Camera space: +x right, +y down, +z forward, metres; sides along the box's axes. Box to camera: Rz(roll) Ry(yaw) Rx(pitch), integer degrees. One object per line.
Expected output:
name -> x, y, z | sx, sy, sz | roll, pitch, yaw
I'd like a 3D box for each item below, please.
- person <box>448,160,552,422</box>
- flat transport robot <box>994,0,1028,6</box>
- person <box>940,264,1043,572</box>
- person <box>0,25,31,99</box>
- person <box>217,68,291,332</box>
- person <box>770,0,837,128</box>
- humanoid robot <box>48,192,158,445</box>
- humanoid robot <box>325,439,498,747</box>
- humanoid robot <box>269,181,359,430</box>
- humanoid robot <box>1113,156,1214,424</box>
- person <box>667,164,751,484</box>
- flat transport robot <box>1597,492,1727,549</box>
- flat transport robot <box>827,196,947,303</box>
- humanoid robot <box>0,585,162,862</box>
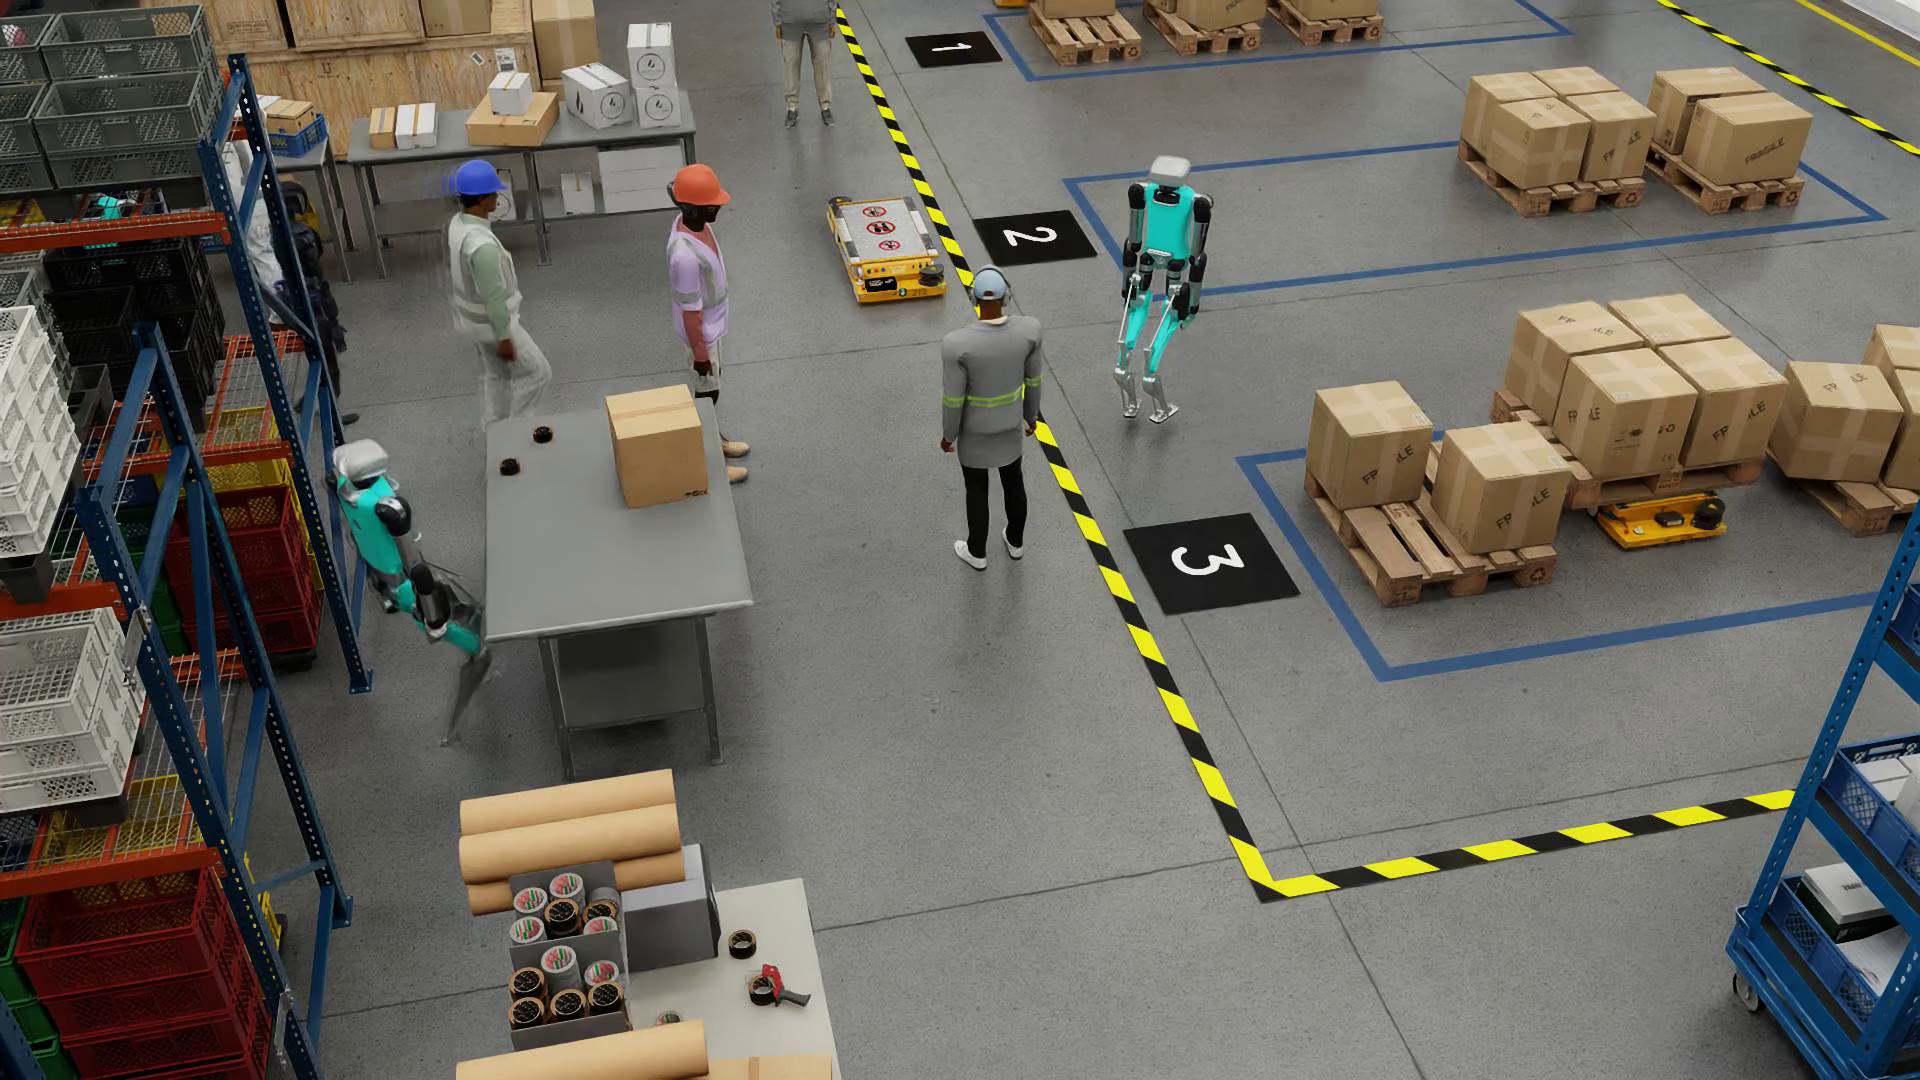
person -> -2.755, -1.344, 9.972 | 0.483, 1.922, 0.622 | -17, 40, -22
flat transport robot -> 1.014, -5.808, 17.337 | 1.431, 0.197, 0.652 | -8, 37, -10
person -> 0.158, -0.668, 9.125 | 0.596, 1.849, 0.389 | -14, 39, -18
person -> -7.331, -3.340, 12.731 | 0.599, 1.831, 0.404 | -8, 37, -11
person -> -4.787, -2.277, 11.261 | 0.352, 1.882, 0.580 | 5, 37, 7
person -> -1.329, -4.428, 14.246 | 0.569, 1.769, 0.397 | -4, 37, -5
humanoid robot -> -5.082, -1.313, 10.005 | 0.534, 1.694, 0.730 | -5, 37, -6
humanoid robot -> -2.502, 0.193, 8.113 | 0.531, 1.806, 0.811 | 27, 44, 31
humanoid robot -> -4.051, -1.409, 10.267 | 0.588, 1.634, 0.415 | 30, 46, 34
humanoid robot -> 1.152, -1.447, 10.153 | 0.533, 1.681, 0.735 | 18, 40, 22
person -> -1.476, -1.253, 9.766 | 0.391, 2.036, 0.599 | -1, 37, -1
flat transport robot -> 3.995, -0.470, 10.163 | 0.652, 0.197, 1.431 | -8, 37, -10
flat transport robot -> -0.570, -2.220, 12.538 | 0.659, 0.231, 1.431 | -8, 37, -10
humanoid robot -> -3.994, 0.878, 7.234 | 0.771, 1.626, 0.612 | -7, 37, -10
